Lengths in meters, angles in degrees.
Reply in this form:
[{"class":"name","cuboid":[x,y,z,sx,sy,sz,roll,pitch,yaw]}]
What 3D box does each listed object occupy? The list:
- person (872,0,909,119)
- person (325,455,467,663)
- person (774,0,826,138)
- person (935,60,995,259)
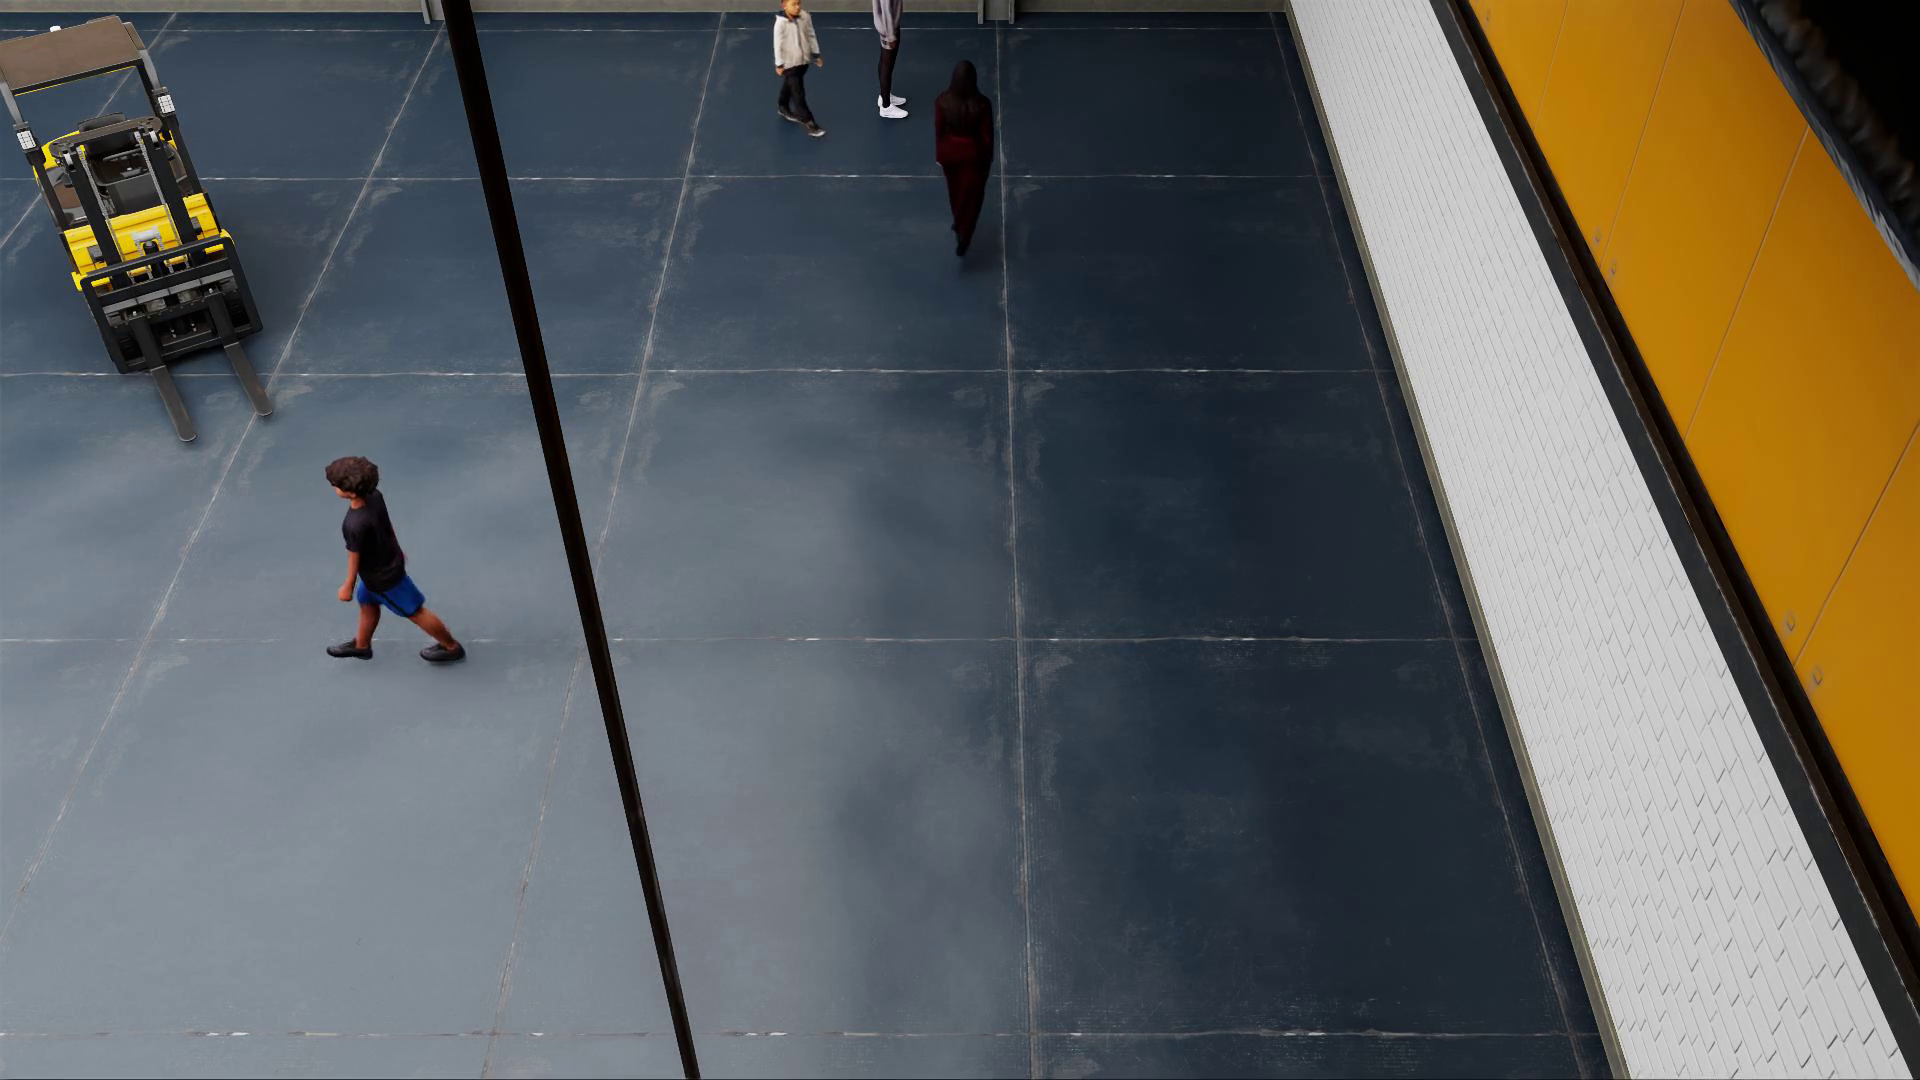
[{"class":"person","cuboid":[-0.713,-4.965,16.079,0.548,1.772,0.620,-3,44,-3]},{"class":"person","cuboid":[-3.638,0.201,10.672,1.147,1.750,0.677,-4,44,-4]},{"class":"person","cuboid":[-1.638,-4.625,15.978,1.038,1.418,0.950,31,52,28]},{"class":"person","cuboid":[0.019,-3.242,14.301,1.065,1.730,0.876,9,44,10]}]
